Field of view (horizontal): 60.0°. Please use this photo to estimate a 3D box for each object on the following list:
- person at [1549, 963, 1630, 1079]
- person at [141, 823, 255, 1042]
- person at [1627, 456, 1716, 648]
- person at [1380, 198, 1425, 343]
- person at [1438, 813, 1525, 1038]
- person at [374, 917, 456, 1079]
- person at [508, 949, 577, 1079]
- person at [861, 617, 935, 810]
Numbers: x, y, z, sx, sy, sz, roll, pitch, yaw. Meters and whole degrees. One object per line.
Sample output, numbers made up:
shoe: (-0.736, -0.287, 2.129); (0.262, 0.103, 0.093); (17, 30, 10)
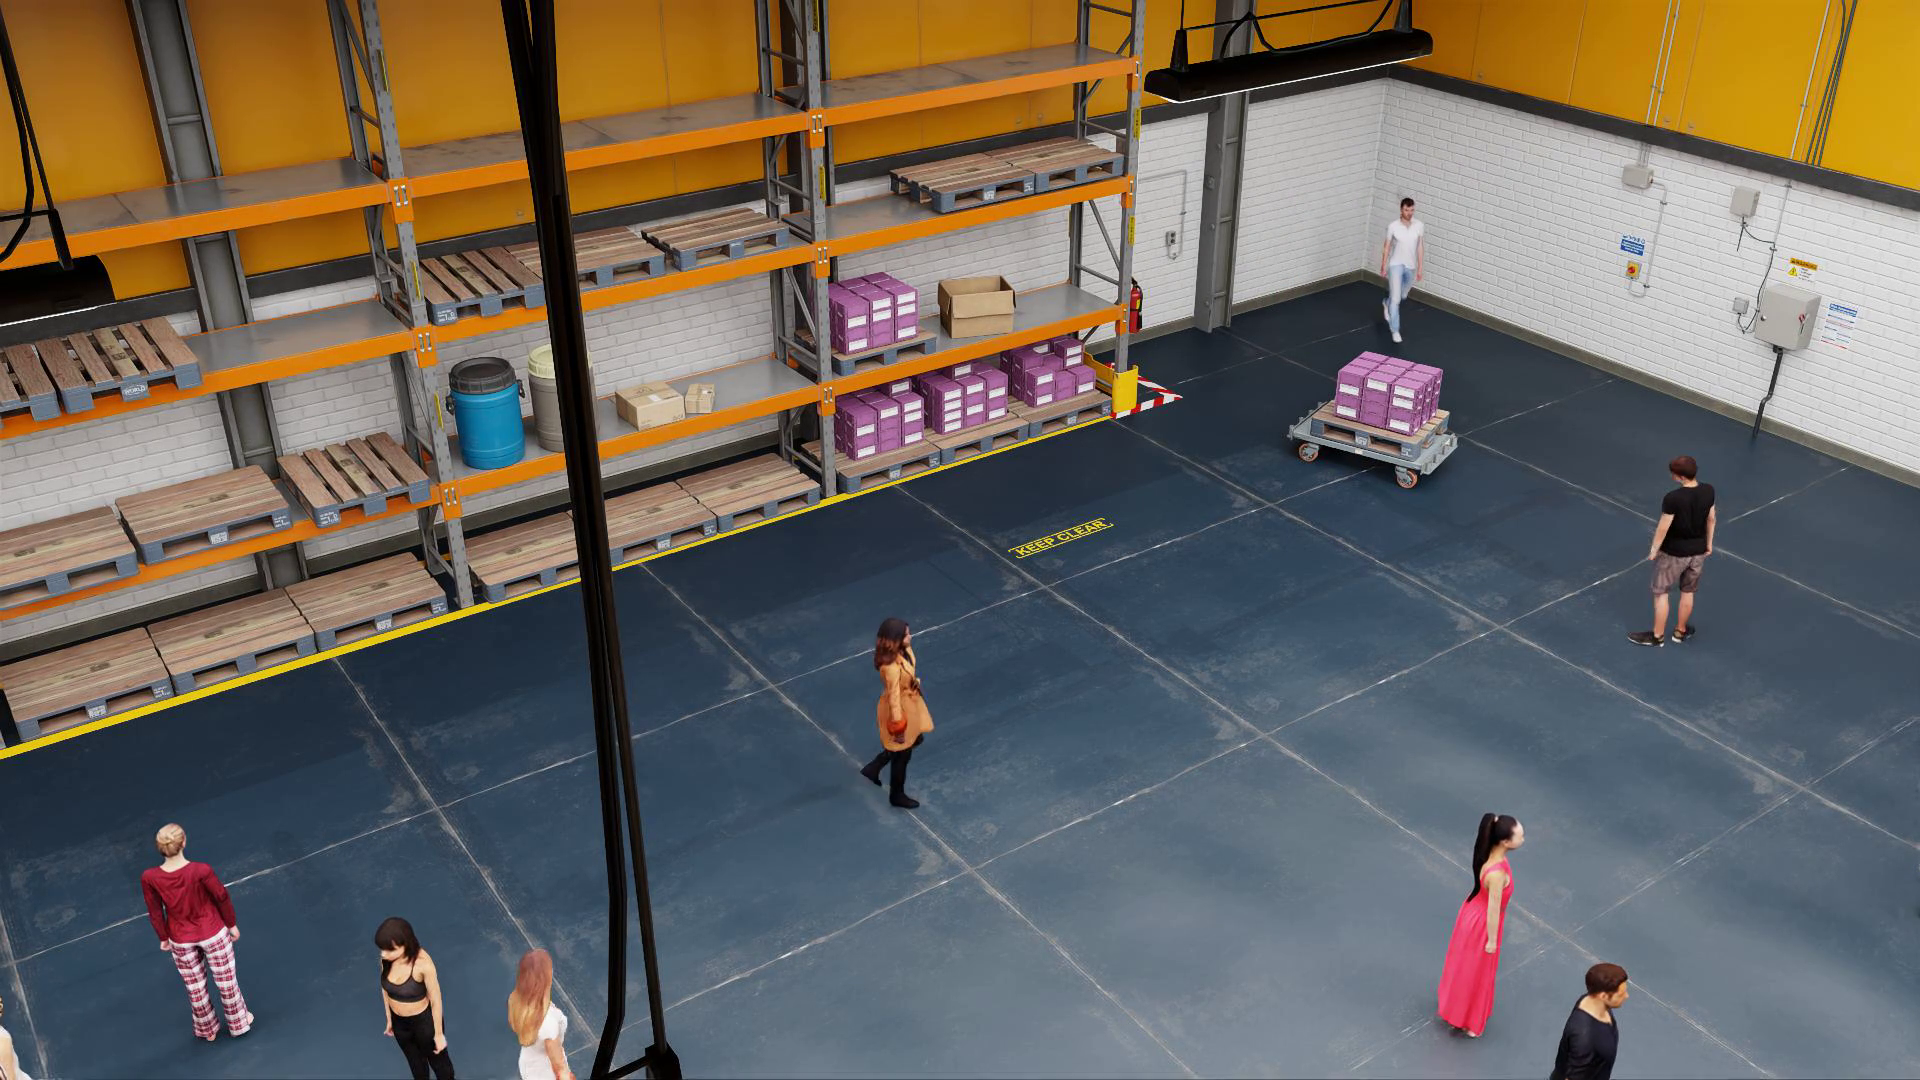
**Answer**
person: (3.374, 3.077, 9.283); (0.851, 1.850, 0.705); (15, 32, 26)
person: (-4.841, 2.475, 10.545); (0.574, 1.699, 0.745); (-7, 29, -12)
person: (6.470, 0.096, 14.765); (0.675, 1.833, 0.970); (1, 29, 1)
person: (5.658, -3.526, 21.422); (1.189, 1.817, 1.056); (-4, 29, -7)
person: (3.321, 2.438, 10.584); (0.765, 1.725, 0.710); (4, 29, 8)
person: (-3.230, 2.857, 9.908); (0.645, 1.637, 0.675); (10, 30, 17)
person: (-2.438, 3.068, 9.478); (0.595, 1.678, 0.622); (-18, 33, -30)
person: (-0.560, 1.322, 12.643); (0.999, 1.713, 0.937); (3, 29, 5)
